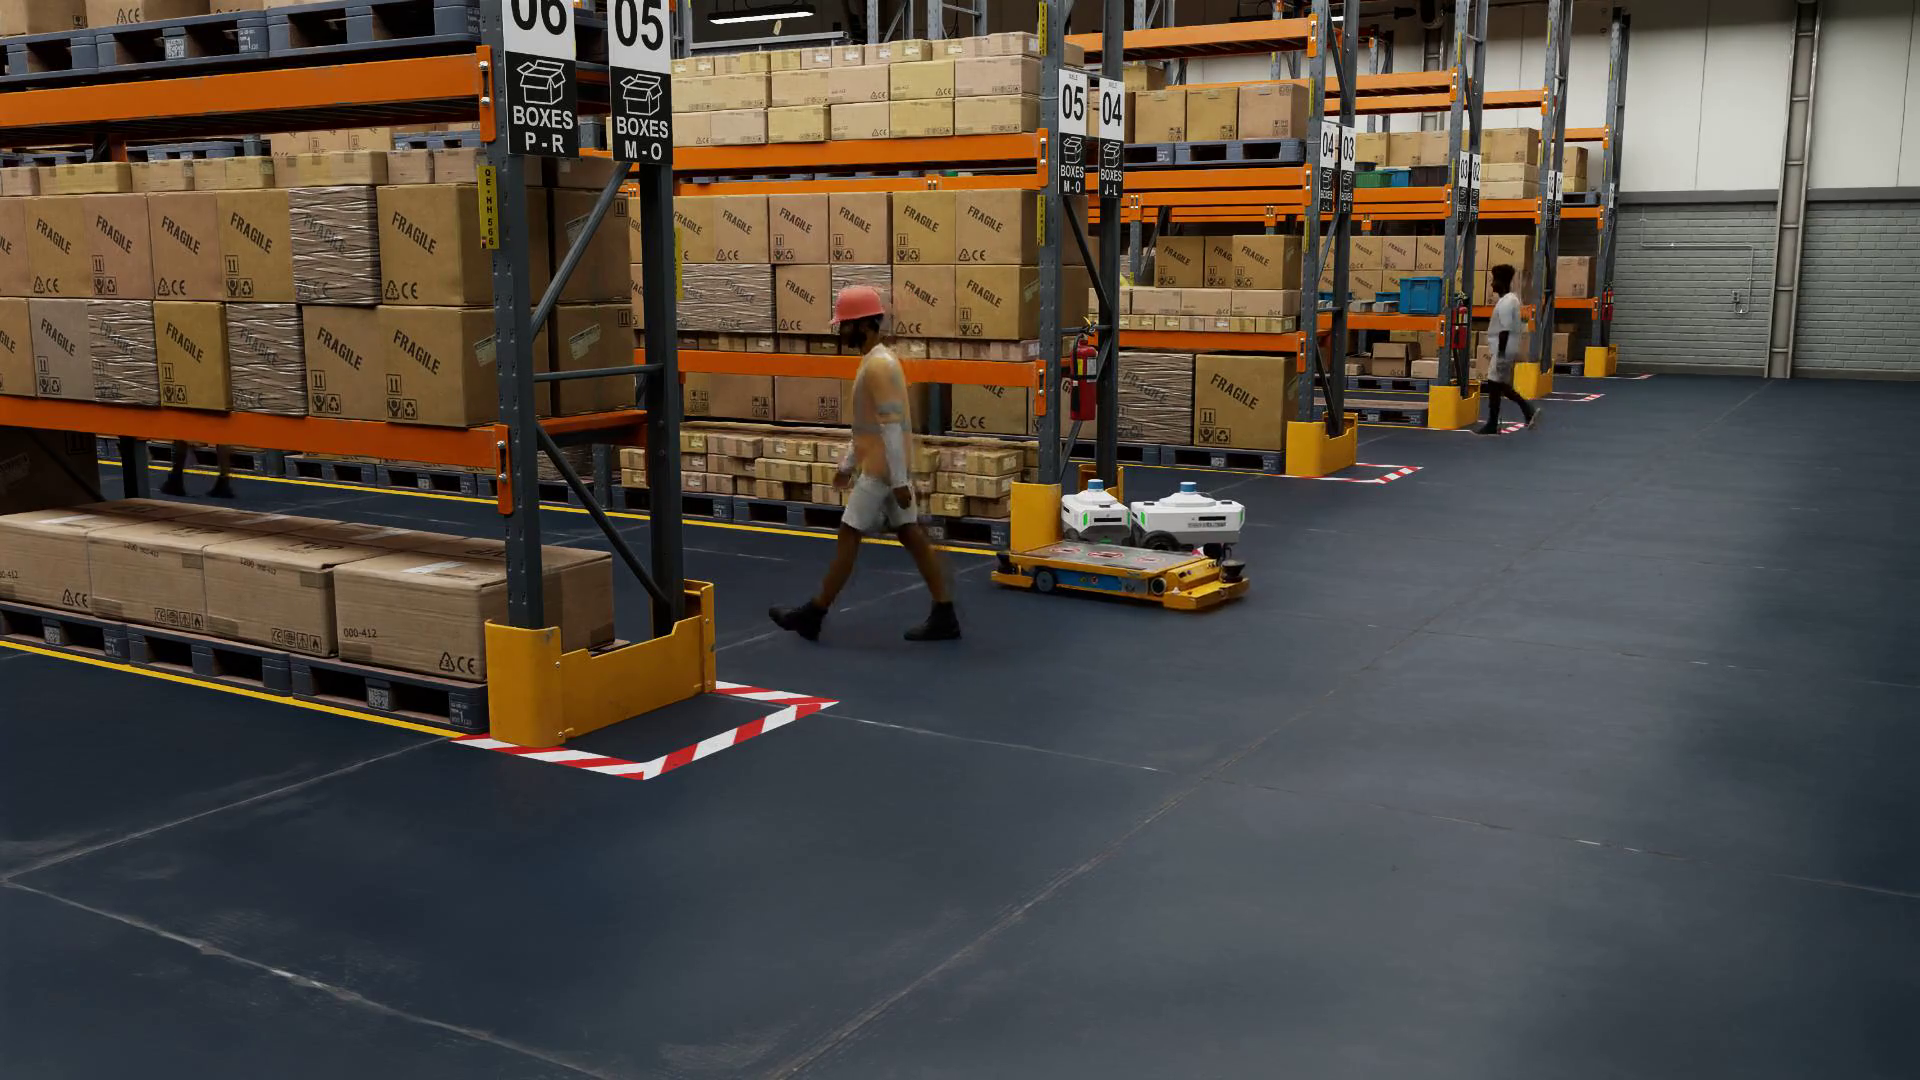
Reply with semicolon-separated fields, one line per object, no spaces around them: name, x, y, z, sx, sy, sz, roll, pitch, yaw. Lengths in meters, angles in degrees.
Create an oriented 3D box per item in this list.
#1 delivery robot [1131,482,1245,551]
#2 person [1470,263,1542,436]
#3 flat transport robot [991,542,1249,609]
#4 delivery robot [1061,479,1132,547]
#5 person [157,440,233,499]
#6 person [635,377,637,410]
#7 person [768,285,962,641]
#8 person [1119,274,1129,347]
delivery robot;1.484;-0.136;10.848;0.707;0.478;0.477;-1;10;-6
person;6.143;-2.117;18.643;0.659;1.953;0.630;5;11;26
flat transport robot;0.953;0.191;10.041;1.431;0.197;0.652;7;12;36
delivery robot;0.891;-0.157;10.972;0.477;0.478;0.707;-1;10;-9
person;-6.488;-1.307;14.032;0.910;1.895;0.548;7;12;34
person;-3.178;-1.415;15.478;0.317;1.630;0.513;2;10;14
person;-0.477;-0.388;8.735;1.065;1.867;0.528;1;10;4
person;1.716;-2.014;18.368;0.404;1.836;0.600;8;12;39
